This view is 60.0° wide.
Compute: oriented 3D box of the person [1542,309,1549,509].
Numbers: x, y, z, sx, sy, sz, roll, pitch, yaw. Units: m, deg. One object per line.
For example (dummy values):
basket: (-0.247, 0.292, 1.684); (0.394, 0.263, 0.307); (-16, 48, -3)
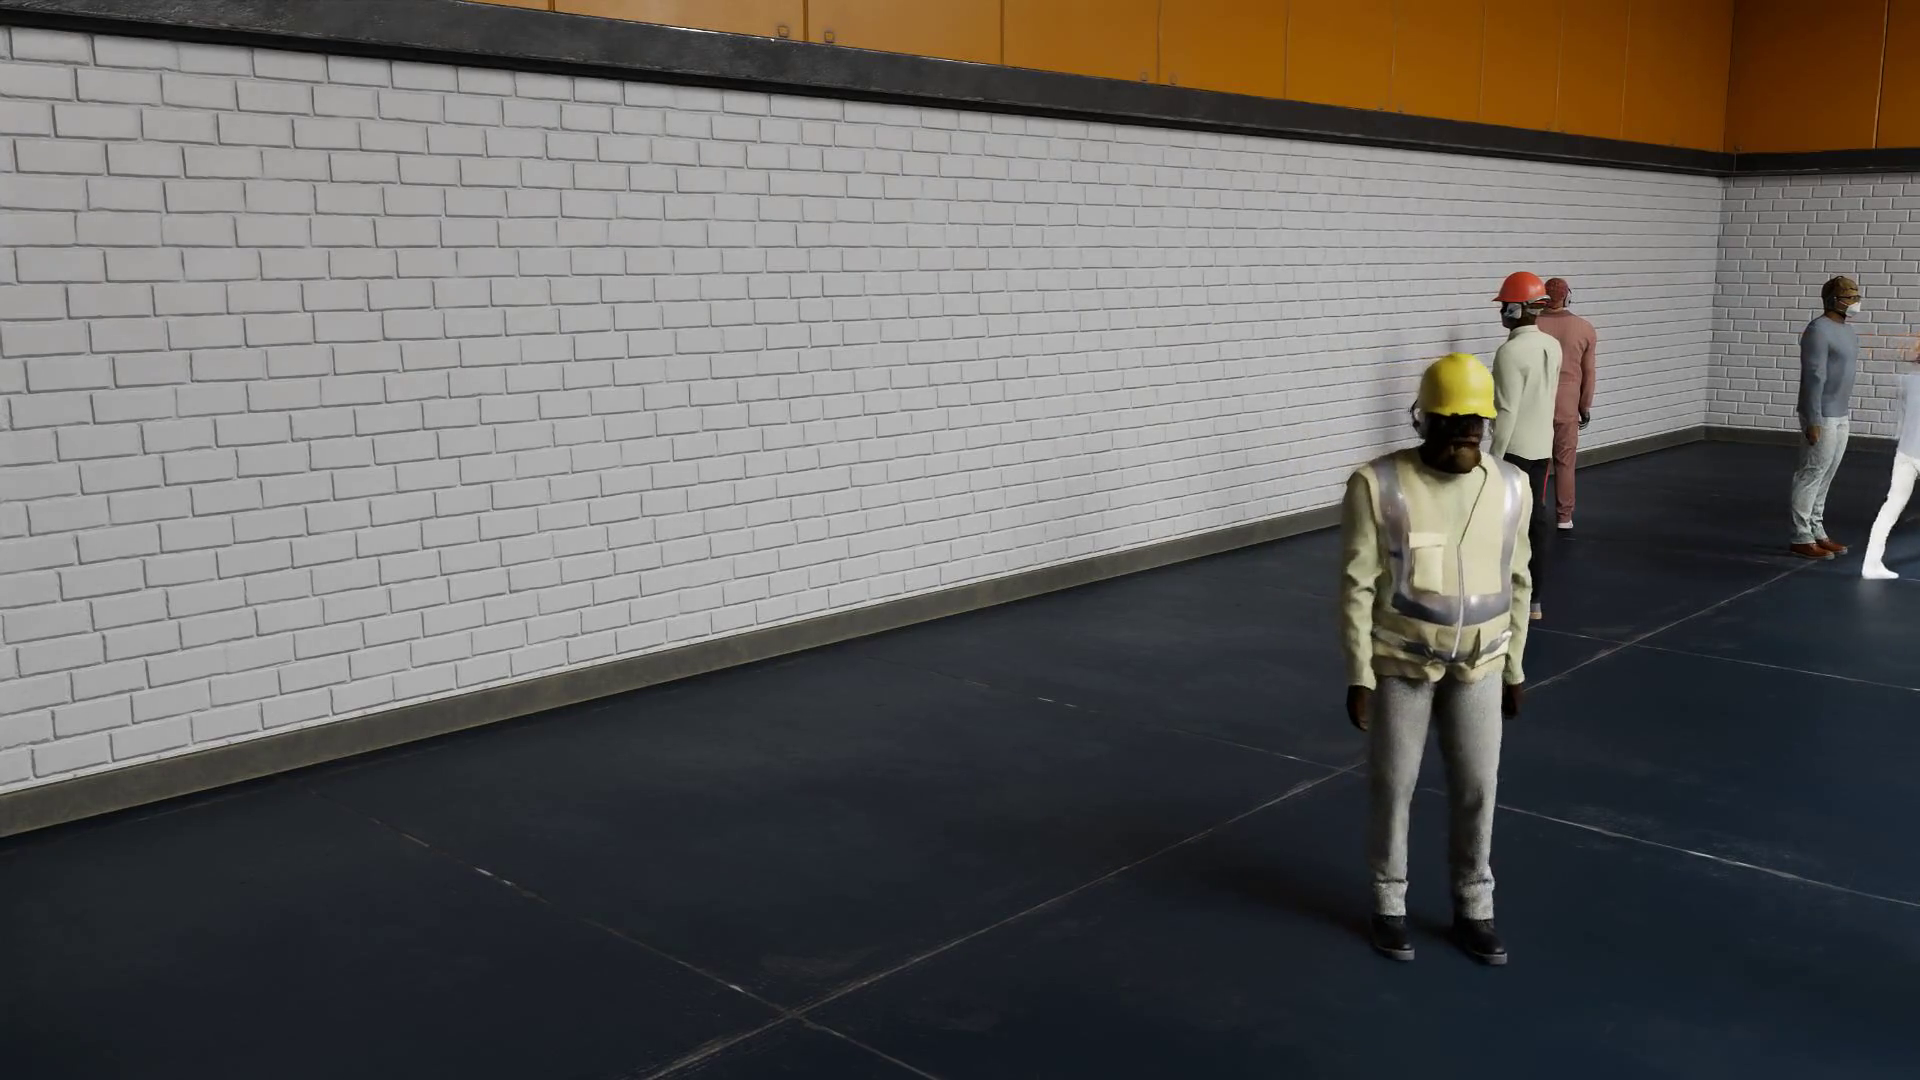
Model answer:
person: (4.659, -1.129, 13.594); (0.310, 1.769, 0.522); (-1, 10, -6)

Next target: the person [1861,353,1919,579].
person: (6.225, -0.519, 10.623); (0.854, 1.580, 0.520); (-1, 10, -6)

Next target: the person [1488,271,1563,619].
person: (3.146, -0.508, 9.402); (0.609, 1.996, 0.379); (-10, 14, -44)

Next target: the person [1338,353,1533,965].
person: (1.418, 0.352, 4.987); (0.611, 1.827, 0.404); (-1, 10, -3)

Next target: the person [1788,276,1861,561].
person: (5.953, -0.836, 11.427); (0.361, 1.939, 0.635); (10, 14, 44)

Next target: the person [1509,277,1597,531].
person: (4.437, -1.015, 12.545); (0.645, 1.908, 0.408); (2, 10, 12)
